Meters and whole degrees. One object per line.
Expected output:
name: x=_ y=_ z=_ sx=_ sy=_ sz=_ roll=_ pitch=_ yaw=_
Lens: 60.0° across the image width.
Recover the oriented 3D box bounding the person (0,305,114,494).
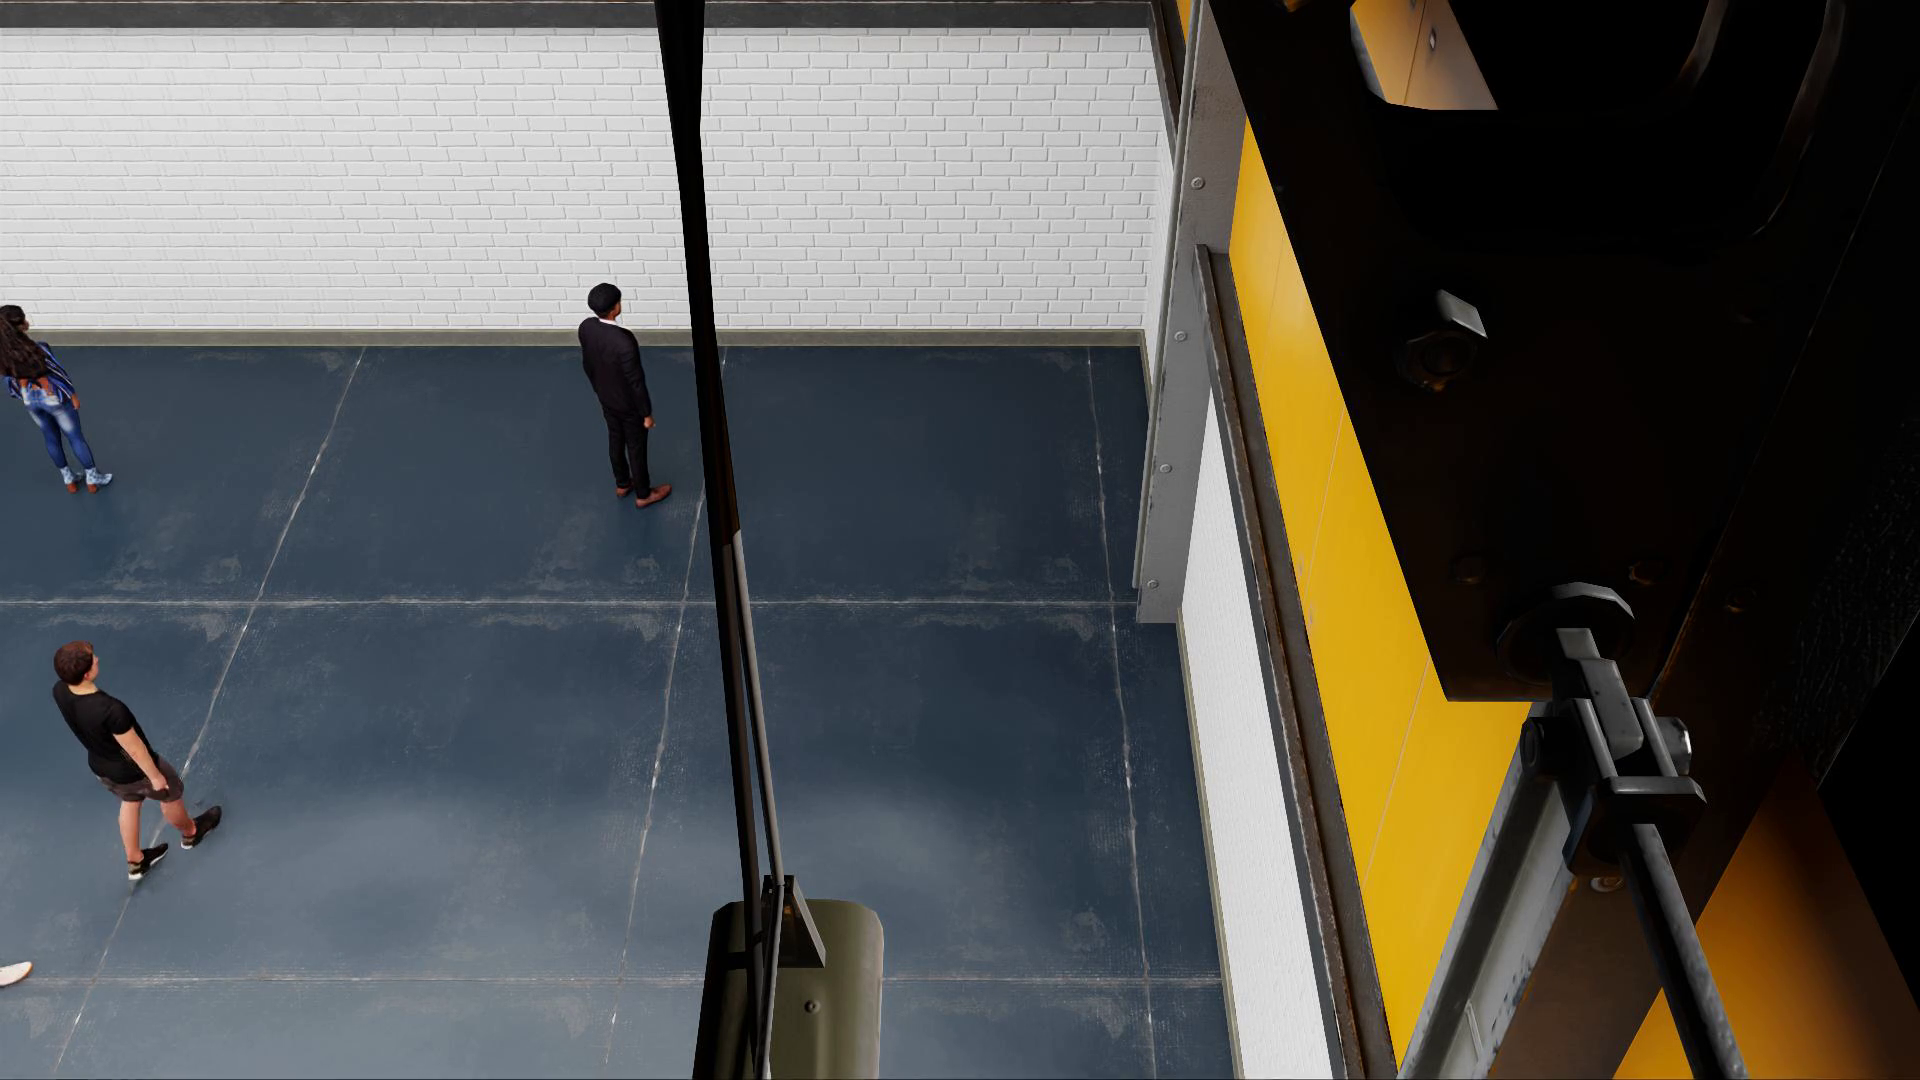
person: x=-6.590 y=-1.015 z=12.004 sx=0.634 sy=1.620 sz=0.573 roll=4 pitch=44 yaw=4

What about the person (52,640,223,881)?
person: x=-4.793 y=1.274 z=9.435 sx=0.892 sy=1.851 sz=1.009 roll=17 pitch=46 yaw=17

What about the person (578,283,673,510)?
person: x=-2.416 y=-1.021 z=11.820 sx=0.770 sy=1.884 sz=0.783 roll=27 pitch=50 yaw=26
